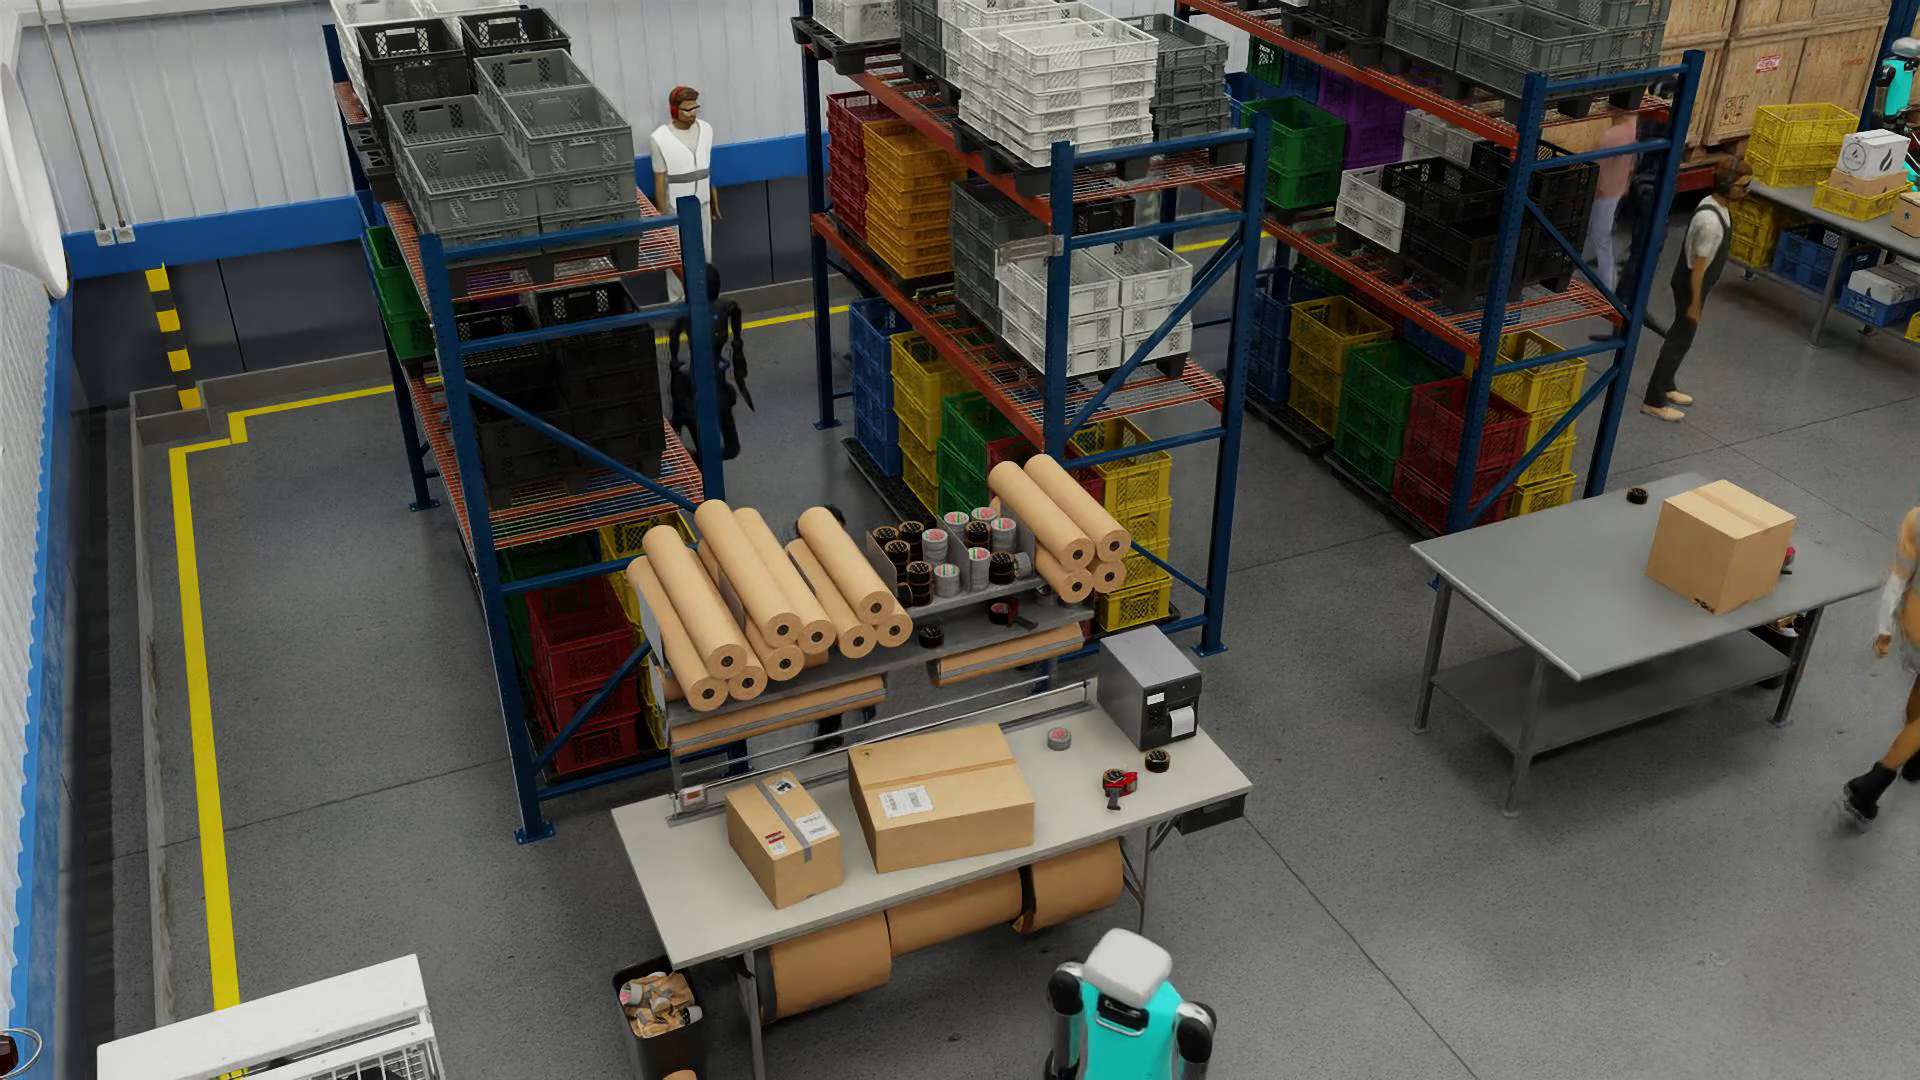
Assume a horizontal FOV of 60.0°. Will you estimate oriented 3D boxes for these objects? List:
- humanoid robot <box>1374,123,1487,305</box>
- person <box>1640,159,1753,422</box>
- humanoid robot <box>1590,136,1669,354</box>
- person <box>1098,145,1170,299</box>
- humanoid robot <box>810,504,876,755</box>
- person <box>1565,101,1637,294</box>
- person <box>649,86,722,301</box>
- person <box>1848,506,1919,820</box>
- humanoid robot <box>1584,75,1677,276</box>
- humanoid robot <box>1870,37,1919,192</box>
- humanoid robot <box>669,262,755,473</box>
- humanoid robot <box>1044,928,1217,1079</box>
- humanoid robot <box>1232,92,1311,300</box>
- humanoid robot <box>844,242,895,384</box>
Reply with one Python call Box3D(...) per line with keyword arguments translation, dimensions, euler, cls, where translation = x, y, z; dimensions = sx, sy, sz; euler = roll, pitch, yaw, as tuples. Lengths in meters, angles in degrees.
Box3D(translation=(3.360, -2.317, 12.368), dimensions=(0.548, 1.793, 0.915), euler=(-17, 35, -25), cls="humanoid robot")
Box3D(translation=(4.964, -1.681, 11.213), dimensions=(0.333, 1.836, 0.503), euler=(15, 35, 23), cls="person")
Box3D(translation=(5.071, -2.135, 12.104), dimensions=(0.621, 1.621, 0.594), euler=(14, 34, 22), cls="humanoid robot")
Box3D(translation=(1.248, -2.345, 12.325), dimensions=(0.947, 1.800, 0.627), euler=(-11, 33, -17), cls="person")
Box3D(translation=(-0.649, 0.569, 7.746), dimensions=(0.610, 1.628, 0.768), euler=(23, 38, 32), cls="humanoid robot")
Box3D(translation=(4.909, -2.736, 13.007), dimensions=(0.764, 1.735, 0.534), euler=(23, 38, 32), cls="person")
Box3D(translation=(-2.064, -2.526, 12.581), dimensions=(0.390, 1.836, 0.562), euler=(27, 40, 36), cls="person")
Box3D(translation=(4.535, 0.423, 7.738), dimensions=(0.851, 1.887, 0.568), euler=(-21, 37, -30), cls="person")
Box3D(translation=(5.455, -2.909, 13.355), dimensions=(0.462, 1.655, 0.605), euler=(-5, 32, -7), cls="humanoid robot")
Box3D(translation=(7.809, -3.240, 13.707), dimensions=(0.533, 1.673, 0.735), euler=(-24, 39, -33), cls="humanoid robot")
Box3D(translation=(-1.597, -0.932, 10.136), dimensions=(0.506, 1.641, 0.589), euler=(26, 40, 36), cls="humanoid robot")
Box3D(translation=(0.414, 2.118, 5.221), dimensions=(0.539, 1.881, 0.731), euler=(15, 35, 23), cls="humanoid robot")
Box3D(translation=(2.526, -2.573, 12.818), dimensions=(0.876, 1.849, 0.572), euler=(-14, 34, -21), cls="humanoid robot")
Box3D(translation=(-0.622, -1.889, 11.692), dimensions=(0.364, 1.643, 0.601), euler=(-14, 34, -21), cls="humanoid robot")
